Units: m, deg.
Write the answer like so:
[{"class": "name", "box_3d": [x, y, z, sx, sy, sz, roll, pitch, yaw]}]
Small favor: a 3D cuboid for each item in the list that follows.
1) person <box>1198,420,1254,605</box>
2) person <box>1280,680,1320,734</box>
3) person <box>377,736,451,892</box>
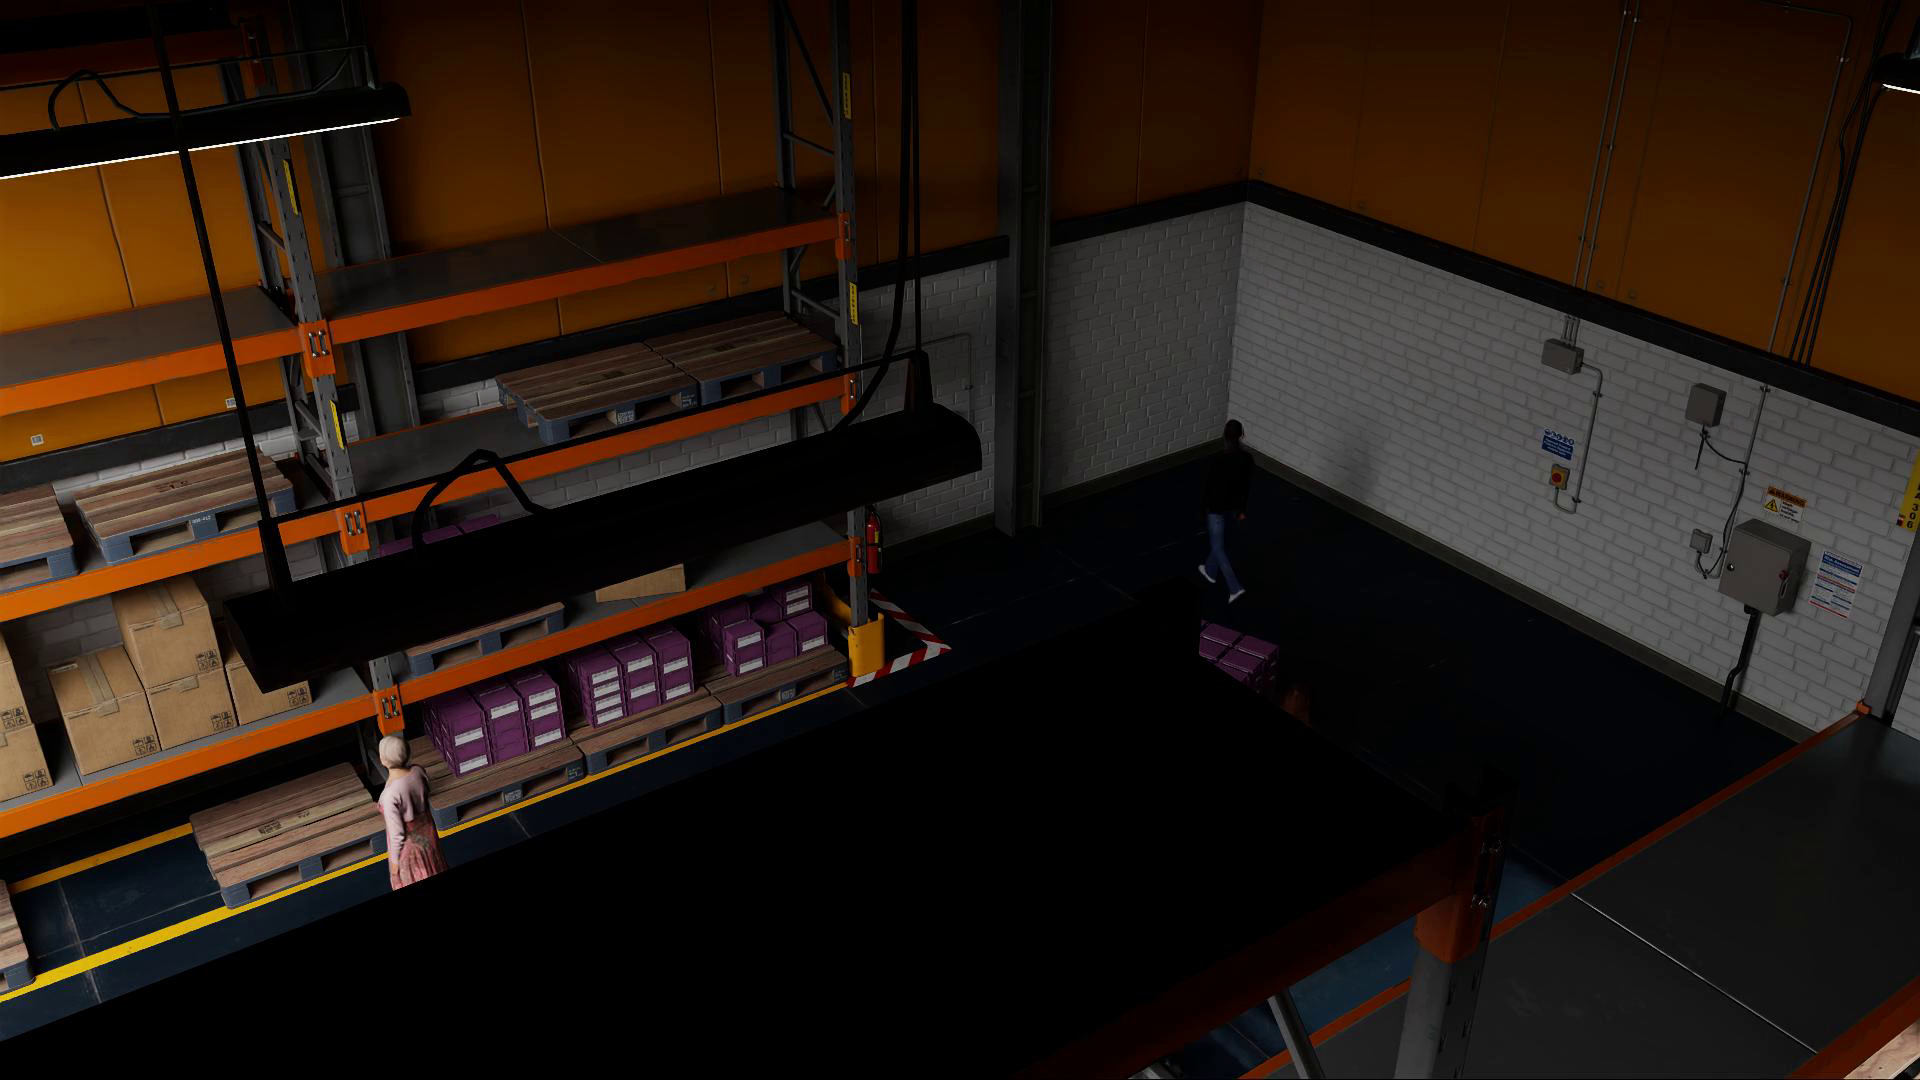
[{"class": "person", "box_3d": [2.463, -0.248, 15.284, 1.066, 1.727, 0.777, -12, 31, -21]}, {"class": "person", "box_3d": [2.307, 1.710, 11.718, 0.569, 1.704, 0.632, -22, 35, -34]}, {"class": "person", "box_3d": [-3.659, 2.027, 11.150, 0.756, 1.692, 0.679, 8, 30, 15]}]
